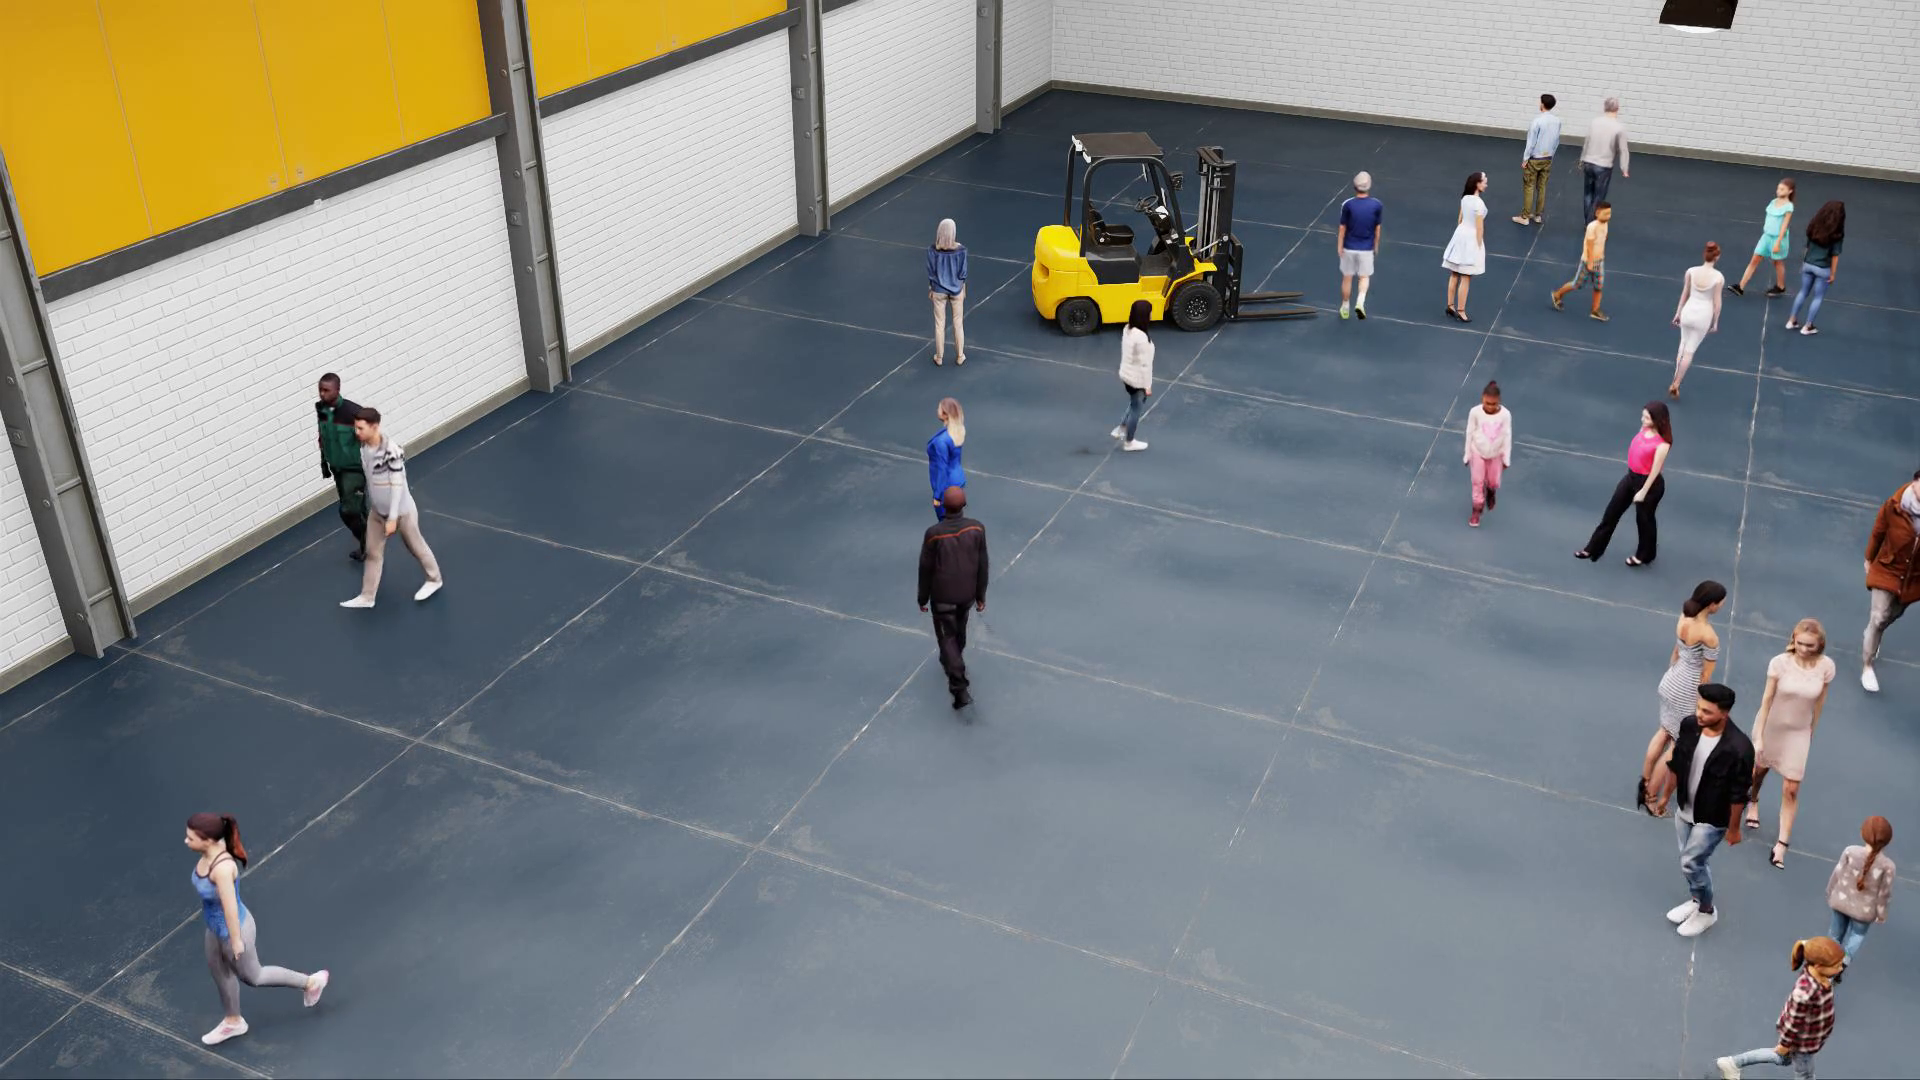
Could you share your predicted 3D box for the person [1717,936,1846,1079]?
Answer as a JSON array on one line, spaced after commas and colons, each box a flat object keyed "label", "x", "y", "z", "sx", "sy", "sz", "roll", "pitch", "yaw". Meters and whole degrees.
[{"label": "person", "x": 4.576, "y": 2.676, "z": 9.177, "sx": 0.732, "sy": 1.288, "sz": 0.870, "roll": 22, "pitch": 35, "yaw": 34}]

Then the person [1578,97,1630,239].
[{"label": "person", "x": 8.710, "y": -5.086, "z": 22.793, "sx": 0.971, "sy": 1.878, "sz": 0.978, "roll": -16, "pitch": 32, "yaw": -26}]

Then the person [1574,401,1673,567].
[{"label": "person", "x": 6.053, "y": -0.462, "z": 14.575, "sx": 0.975, "sy": 1.629, "sz": 0.983, "roll": -4, "pitch": 29, "yaw": -7}]

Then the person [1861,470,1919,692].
[{"label": "person", "x": 7.395, "y": 0.236, "z": 13.115, "sx": 0.858, "sy": 1.802, "sz": 1.185, "roll": 7, "pitch": 29, "yaw": 12}]

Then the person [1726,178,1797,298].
[{"label": "person", "x": 10.193, "y": -3.725, "z": 20.677, "sx": 1.054, "sy": 1.514, "sz": 1.048, "roll": -7, "pitch": 29, "yaw": -13}]

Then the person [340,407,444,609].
[{"label": "person", "x": -4.724, "y": -0.296, "z": 14.071, "sx": 0.794, "sy": 1.820, "sz": 1.157, "roll": 18, "pitch": 33, "yaw": 30}]

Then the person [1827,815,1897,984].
[{"label": "person", "x": 5.434, "y": 2.226, "z": 10.119, "sx": 0.599, "sy": 1.177, "sz": 0.644, "roll": 23, "pitch": 36, "yaw": 36}]

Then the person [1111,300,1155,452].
[{"label": "person", "x": 1.699, "y": -1.642, "z": 16.740, "sx": 0.826, "sy": 1.627, "sz": 0.759, "roll": -8, "pitch": 30, "yaw": -14}]

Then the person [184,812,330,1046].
[{"label": "person", "x": -4.171, "y": 2.232, "z": 9.676, "sx": 1.057, "sy": 1.591, "sz": 0.884, "roll": -17, "pitch": 33, "yaw": -29}]

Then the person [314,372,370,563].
[{"label": "person", "x": -5.351, "y": -0.674, "z": 14.760, "sx": 0.716, "sy": 1.824, "sz": 0.697, "roll": 14, "pitch": 32, "yaw": 24}]

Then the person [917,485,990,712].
[{"label": "person", "x": -0.030, "y": 0.442, "z": 12.721, "sx": 1.173, "sy": 1.817, "sz": 1.260, "roll": -9, "pitch": 30, "yaw": -15}]

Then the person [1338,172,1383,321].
[{"label": "person", "x": 4.770, "y": -3.465, "z": 19.878, "sx": 0.784, "sy": 1.823, "sz": 0.945, "roll": 4, "pitch": 29, "yaw": 7}]

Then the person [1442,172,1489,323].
[{"label": "person", "x": 6.092, "y": -3.520, "z": 19.988, "sx": 0.916, "sy": 1.812, "sz": 0.852, "roll": -8, "pitch": 30, "yaw": -14}]

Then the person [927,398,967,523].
[{"label": "person", "x": -0.083, "y": -0.453, "z": 14.484, "sx": 0.685, "sy": 1.700, "sz": 0.491, "roll": 10, "pitch": 30, "yaw": 18}]

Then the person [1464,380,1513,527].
[{"label": "person", "x": 4.915, "y": -0.850, "z": 15.482, "sx": 0.601, "sy": 1.441, "sz": 0.733, "roll": 9, "pitch": 30, "yaw": 15}]

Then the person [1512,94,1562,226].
[{"label": "person", "x": 8.118, "y": -5.340, "z": 23.326, "sx": 0.744, "sy": 1.811, "sz": 0.818, "roll": -11, "pitch": 31, "yaw": -20}]

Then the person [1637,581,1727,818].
[{"label": "person", "x": 4.964, "y": 1.104, "z": 11.513, "sx": 0.785, "sy": 1.811, "sz": 0.684, "roll": -3, "pitch": 29, "yaw": -5}]

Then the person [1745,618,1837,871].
[{"label": "person", "x": 5.550, "y": 1.253, "z": 11.259, "sx": 0.642, "sy": 1.793, "sz": 1.039, "roll": 8, "pitch": 30, "yaw": 14}]

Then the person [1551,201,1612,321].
[{"label": "person", "x": 7.586, "y": -3.399, "z": 20.163, "sx": 0.983, "sy": 1.434, "sz": 0.895, "roll": -19, "pitch": 34, "yaw": -30}]

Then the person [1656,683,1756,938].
[{"label": "person", "x": 4.792, "y": 1.659, "z": 10.535, "sx": 0.904, "sy": 1.774, "sz": 0.834, "roll": -11, "pitch": 31, "yaw": -20}]

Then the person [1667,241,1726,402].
[{"label": "person", "x": 7.823, "y": -2.317, "z": 17.816, "sx": 0.754, "sy": 1.782, "sz": 0.692, "roll": -25, "pitch": 37, "yaw": -38}]

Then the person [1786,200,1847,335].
[{"label": "person", "x": 10.112, "y": -3.227, "z": 19.664, "sx": 0.743, "sy": 1.609, "sz": 0.706, "roll": -17, "pitch": 33, "yaw": -28}]

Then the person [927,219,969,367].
[{"label": "person", "x": -0.142, "y": -2.804, "z": 18.796, "sx": 0.704, "sy": 1.697, "sz": 0.713, "roll": -1, "pitch": 29, "yaw": -3}]
